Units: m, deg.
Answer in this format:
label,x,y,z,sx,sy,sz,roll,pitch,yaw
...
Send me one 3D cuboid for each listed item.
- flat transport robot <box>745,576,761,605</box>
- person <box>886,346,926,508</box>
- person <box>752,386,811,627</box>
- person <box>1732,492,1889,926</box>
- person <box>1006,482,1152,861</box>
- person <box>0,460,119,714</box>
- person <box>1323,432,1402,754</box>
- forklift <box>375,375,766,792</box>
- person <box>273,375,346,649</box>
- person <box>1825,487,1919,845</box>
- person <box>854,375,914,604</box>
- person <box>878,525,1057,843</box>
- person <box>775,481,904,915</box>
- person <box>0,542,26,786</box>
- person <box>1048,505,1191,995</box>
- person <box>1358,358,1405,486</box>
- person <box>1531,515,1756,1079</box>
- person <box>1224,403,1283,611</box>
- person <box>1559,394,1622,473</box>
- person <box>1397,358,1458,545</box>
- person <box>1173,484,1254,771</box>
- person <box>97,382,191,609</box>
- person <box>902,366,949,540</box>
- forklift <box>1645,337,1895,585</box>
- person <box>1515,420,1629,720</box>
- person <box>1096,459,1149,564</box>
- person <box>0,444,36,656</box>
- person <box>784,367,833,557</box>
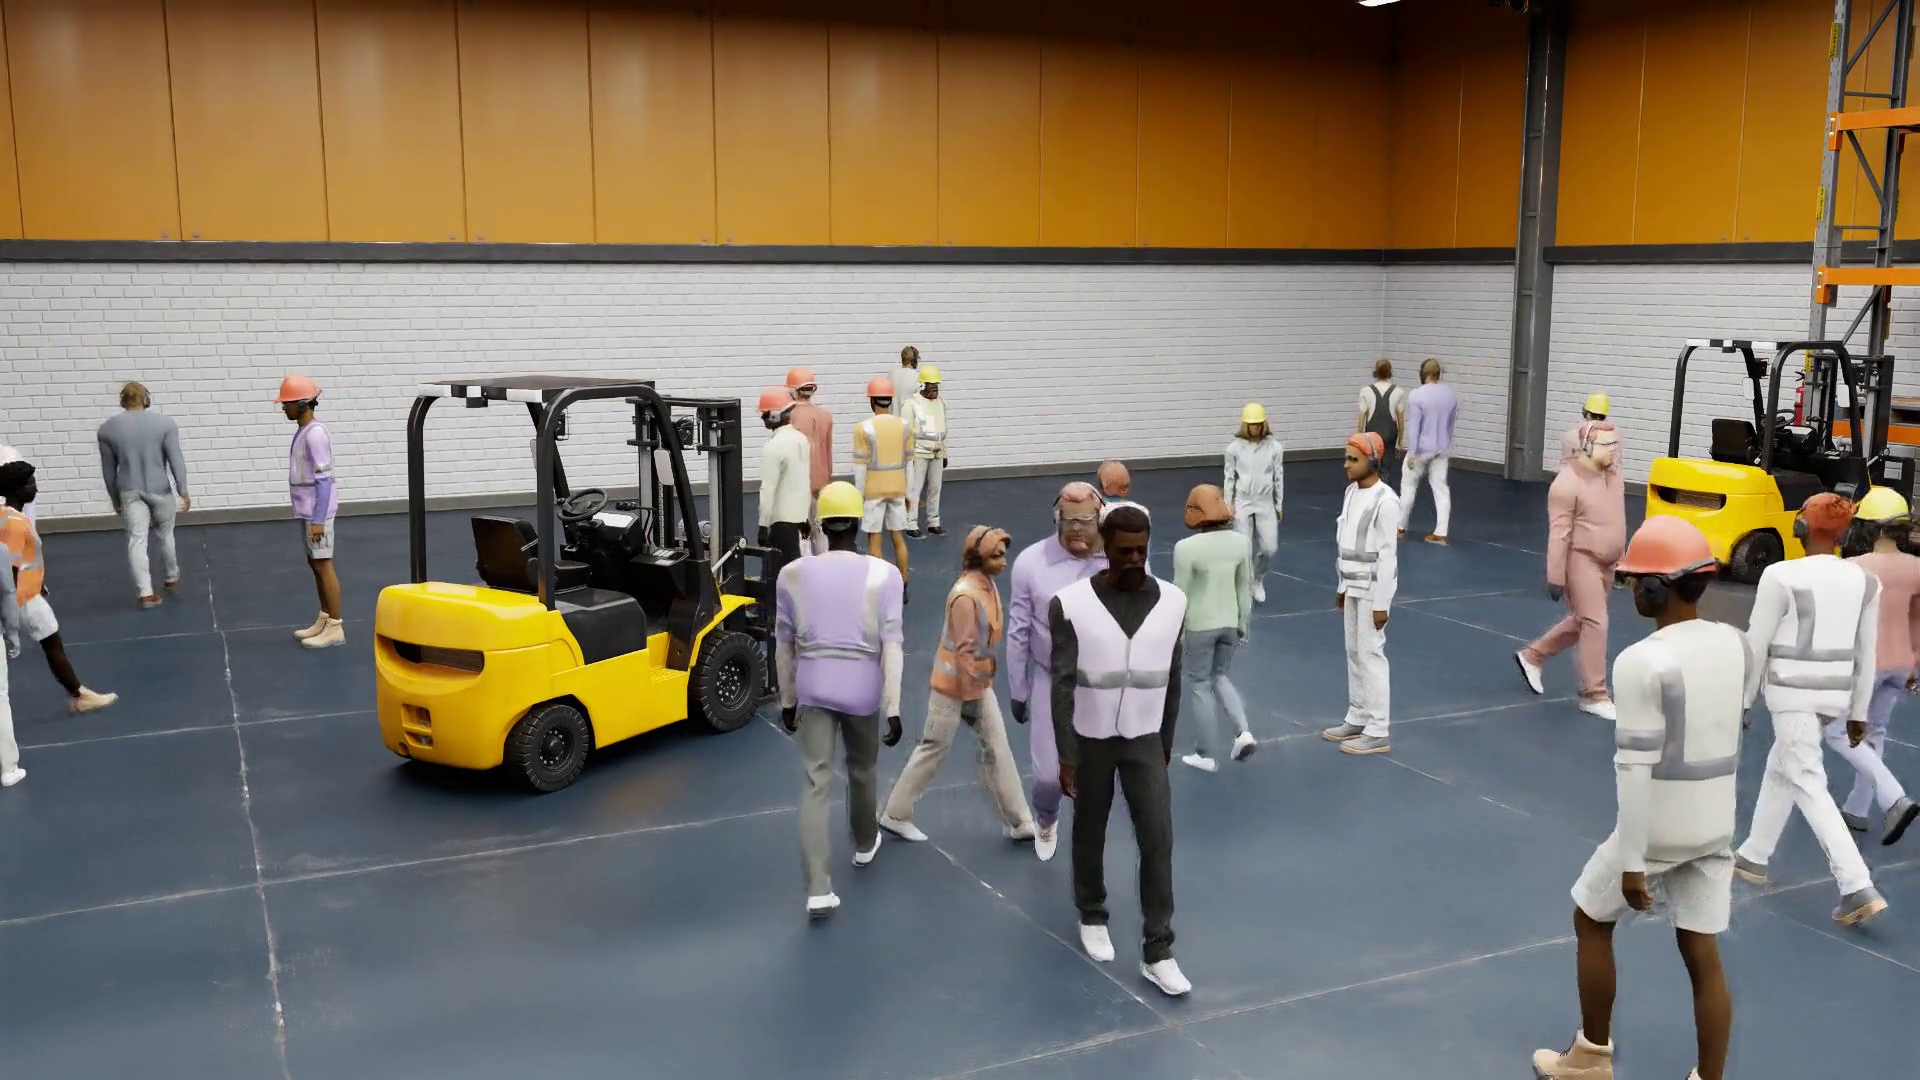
label,x,y,z,sx,sy,sz,roll,pitch,yaw
flat transport robot,-2.419,0.403,14.059,1.431,0.197,0.652,4,10,24
person,-0.624,-1.333,19.716,0.630,1.934,0.365,8,12,41
person,-1.271,-0.183,12.517,0.996,1.957,0.623,3,10,16
person,3.765,0.713,7.274,0.577,1.849,0.961,-3,10,-17
person,0.533,0.659,7.494,0.642,1.885,0.518,0,9,1
person,-5.850,0.326,10.305,0.938,1.641,0.526,-8,12,-42
person,2.368,0.305,9.707,0.344,1.879,0.581,-1,9,-8
forklift,-2.268,0.149,9.685,1.214,2.155,2.313,6,11,32
person,-4.851,-0.212,12.398,0.393,2.039,0.613,-5,10,-29
person,4.504,0.625,8.109,0.537,1.751,0.595,-3,10,-16
person,-0.653,-0.407,13.937,0.550,1.934,0.376,-5,10,-29
person,0.018,0.710,8.053,0.871,1.590,0.532,3,10,19
person,-0.543,0.678,7.450,0.599,1.878,1.030,1,9,6
person,-5.356,0.543,8.976,0.503,1.631,0.282,-4,10,-25
person,0.644,0.813,6.518,0.587,1.884,0.871,-2,9,-12
person,4.756,-1.137,18.792,0.514,1.827,0.393,2,9,11
person,2.260,0.917,5.484,0.613,2.014,0.800,-4,10,-24
person,2.423,-0.273,13.740,0.499,1.726,0.384,0,9,1
person,5.683,-0.476,15.061,0.511,1.713,0.904,1,9,8
person,4.784,-0.929,17.268,0.647,1.900,0.930,-4,10,-23
person,1.402,0.497,9.306,0.495,1.618,0.368,-6,11,-31
person,-6.882,-0.397,14.103,0.698,1.857,1.052,-3,10,-18
person,-0.343,-0.917,17.462,0.592,1.822,0.403,-8,12,-42
forklift,7.551,-0.789,15.507,2.313,2.155,1.214,-4,10,-25
person,3.938,0.157,10.616,0.645,1.880,0.838,-8,12,-40
person,0.960,0.310,10.442,0.516,1.623,0.652,-2,9,-15
person,-6.962,-0.022,11.949,0.920,1.798,0.627,9,13,43
person,-1.334,-0.479,14.194,0.397,1.992,0.621,7,11,37
